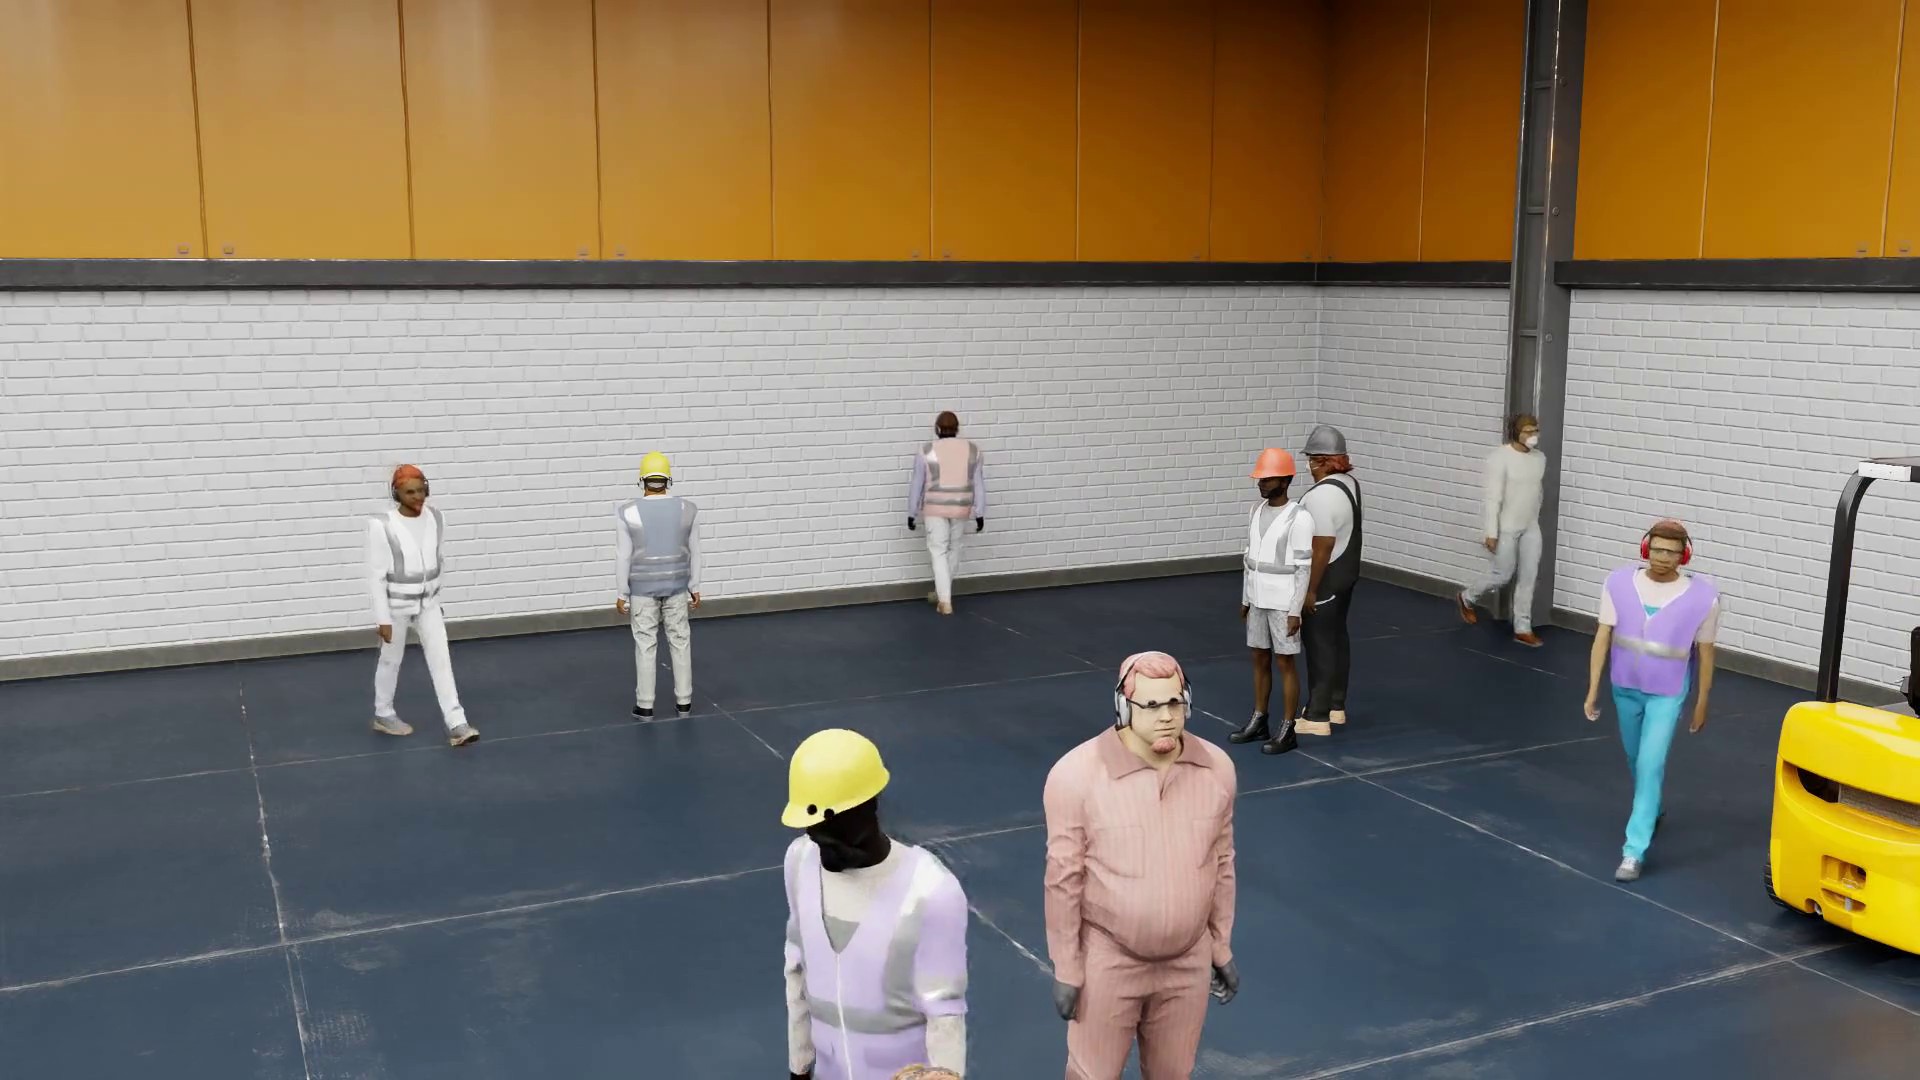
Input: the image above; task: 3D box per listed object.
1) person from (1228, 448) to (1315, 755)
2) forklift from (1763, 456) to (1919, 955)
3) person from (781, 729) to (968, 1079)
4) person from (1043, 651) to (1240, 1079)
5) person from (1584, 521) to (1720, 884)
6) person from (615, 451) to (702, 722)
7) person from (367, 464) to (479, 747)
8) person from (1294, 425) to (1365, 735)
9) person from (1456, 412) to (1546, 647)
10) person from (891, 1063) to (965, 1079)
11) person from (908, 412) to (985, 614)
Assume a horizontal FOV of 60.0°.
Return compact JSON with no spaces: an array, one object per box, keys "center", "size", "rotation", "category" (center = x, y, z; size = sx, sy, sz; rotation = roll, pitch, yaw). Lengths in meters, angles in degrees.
[{"center":[1.974,0.380,10.527],"size":[0.354,1.939,0.544],"rotation":[-6,11,-33],"category":"person"},{"center":[4.857,0.731,7.561],"size":[2.313,2.155,1.214],"rotation":[-4,10,-25],"category":"forklift"},{"center":[-0.241,1.401,4.308],"size":[0.624,1.897,0.453],"rotation":[6,11,34],"category":"person"},{"center":[0.570,1.274,5.075],"size":[0.638,1.911,0.402],"rotation":[-3,10,-18],"category":"person"},{"center":[3.572,0.773,8.556],"size":[0.572,1.799,0.973],"rotation":[8,12,40],"category":"person"},{"center":[-2.046,0.312,11.273],"size":[0.601,1.831,0.404],"rotation":[-4,10,-24],"category":"person"},{"center":[-3.508,0.425,10.643],"size":[1.027,1.810,0.602],"rotation":[7,12,38],"category":"person"},{"center":[2.360,0.254,10.994],"size":[0.538,2.000,0.689],"rotation":[6,11,31],"category":"person"},{"center":[4.489,-0.108,13.660],"size":[0.628,1.917,0.786],"rotation":[-5,10,-28],"category":"person"},{"center":[-0.084,1.758,2.952],"size":[0.553,1.615,0.490],"rotation":[-2,9,-10],"category":"person"},{"center":[-0.150,-0.252,14.921],"size":[0.662,1.792,0.772],"rotation":[-3,10,-18],"category":"person"}]
